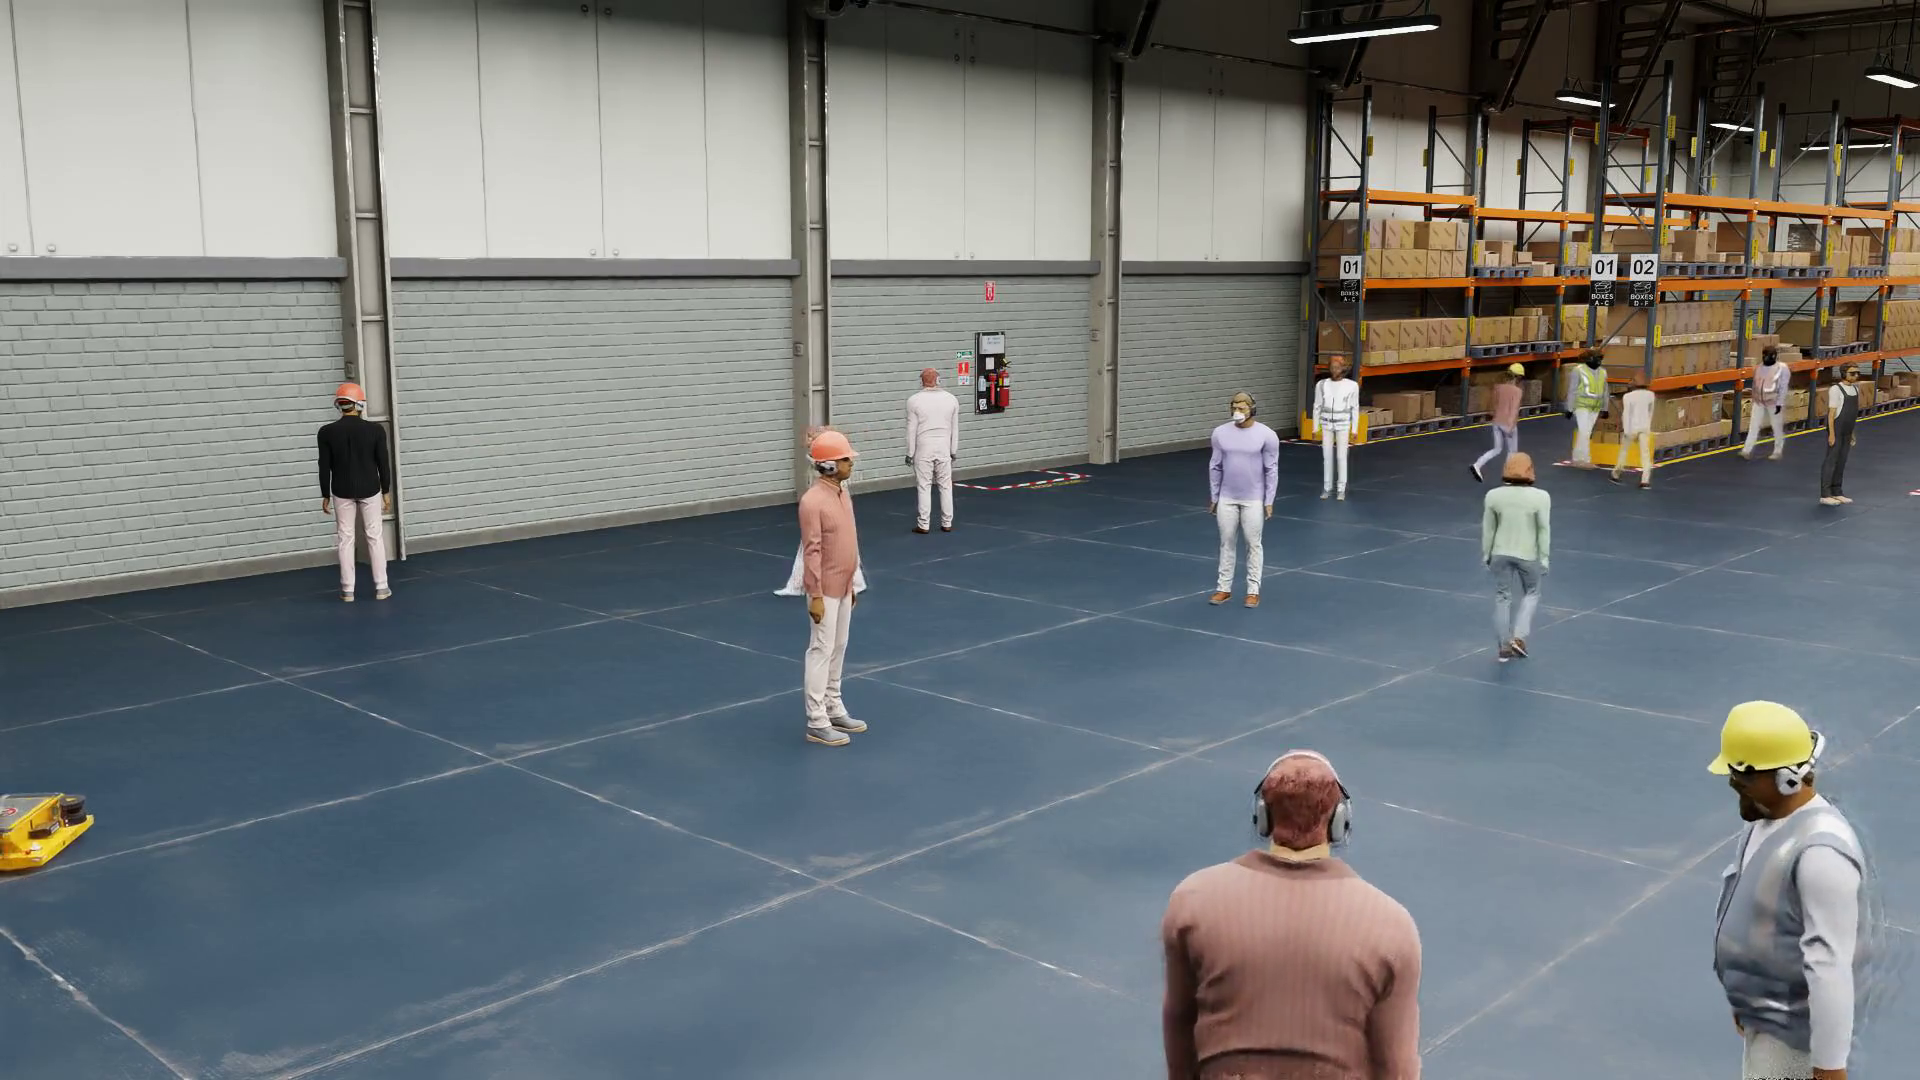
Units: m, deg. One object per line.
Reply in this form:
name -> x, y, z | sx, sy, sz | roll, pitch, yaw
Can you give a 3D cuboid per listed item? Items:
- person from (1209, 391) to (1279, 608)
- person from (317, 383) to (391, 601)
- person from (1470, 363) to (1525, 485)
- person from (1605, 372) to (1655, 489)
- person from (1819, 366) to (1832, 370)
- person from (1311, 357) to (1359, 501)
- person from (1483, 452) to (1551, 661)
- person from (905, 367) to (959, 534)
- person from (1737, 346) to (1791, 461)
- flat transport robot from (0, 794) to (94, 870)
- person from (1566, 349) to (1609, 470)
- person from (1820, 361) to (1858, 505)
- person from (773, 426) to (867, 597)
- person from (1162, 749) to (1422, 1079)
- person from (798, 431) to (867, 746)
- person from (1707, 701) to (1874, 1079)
person -> 2.525, -0.361, 14.868 | 0.629, 1.939, 0.374 | 5, 11, 29
person -> -5.503, -0.433, 15.149 | 0.612, 1.990, 0.392 | -3, 10, -17
person -> 7.483, -1.593, 23.056 | 0.716, 1.727, 0.530 | -4, 10, -21
person -> 9.335, -1.528, 23.036 | 0.507, 1.593, 0.850 | -1, 9, -8
person -> 19.036, -3.937, 36.958 | 0.592, 1.845, 0.704 | 8, 13, 42
person -> 4.873, -1.443, 21.696 | 0.606, 1.874, 0.573 | 5, 11, 29
person -> 4.288, 0.131, 12.813 | 0.529, 1.617, 0.348 | 6, 11, 32
person -> -0.336, -1.020, 18.991 | 0.643, 1.905, 0.400 | -4, 10, -22
person -> 12.652, -2.126, 26.075 | 0.977, 1.799, 0.616 | -7, 12, -38
flat transport robot -> -5.330, 1.509, 8.535 | 1.431, 0.197, 0.652 | -1, 9, -6
person -> 9.489, -1.948, 24.922 | 0.628, 1.810, 0.827 | -4, 10, -22
person -> 11.288, -1.368, 21.284 | 0.506, 1.846, 0.350 | -5, 11, -30
person -> -1.252, -0.252, 15.234 | 0.855, 1.595, 0.523 | -3, 10, -19
person -> 0.799, 1.458, 4.103 | 0.641, 1.849, 0.983 | 2, 10, 15
person -> -0.825, 0.299, 10.659 | 0.369, 1.996, 0.622 | 3, 10, 17
person -> 2.408, 1.359, 4.807 | 0.545, 1.799, 0.623 | 2, 10, 13
